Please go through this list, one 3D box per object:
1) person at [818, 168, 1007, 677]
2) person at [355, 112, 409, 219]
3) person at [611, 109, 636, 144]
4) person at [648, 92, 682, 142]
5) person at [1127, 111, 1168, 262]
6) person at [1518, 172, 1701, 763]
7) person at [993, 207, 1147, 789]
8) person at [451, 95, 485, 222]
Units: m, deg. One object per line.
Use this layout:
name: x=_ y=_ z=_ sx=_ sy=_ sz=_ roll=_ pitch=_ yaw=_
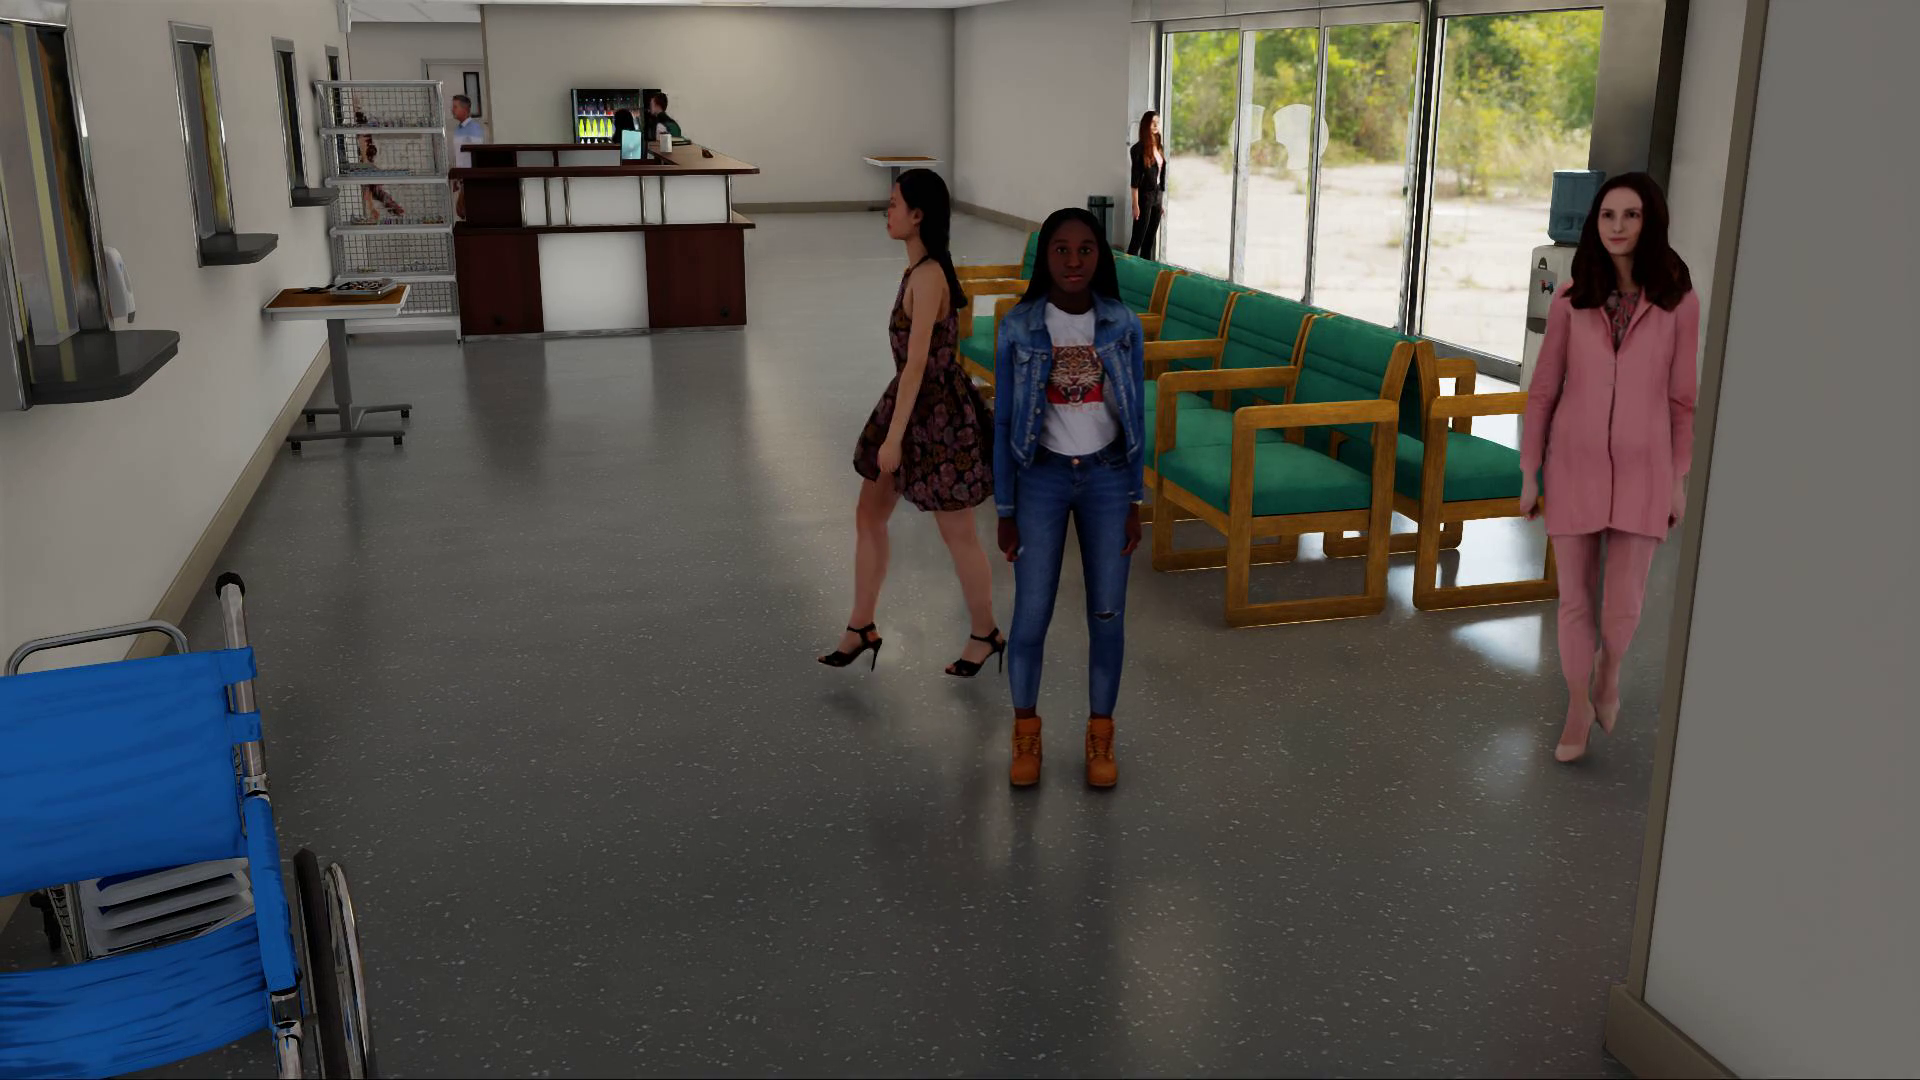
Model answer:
person: x=-0.018 y=-0.341 z=5.628 sx=0.931 sy=1.747 sz=0.717 roll=-2 pitch=16 yaw=-6
person: x=-7.859 y=-4.927 z=22.286 sx=1.090 sy=1.534 sz=0.672 roll=-1 pitch=16 yaw=-4
person: x=-4.173 y=-4.670 z=21.304 sx=1.158 sy=1.573 sz=1.062 roll=7 pitch=17 yaw=24
person: x=-3.552 y=-4.481 z=20.202 sx=0.760 sy=1.806 sz=0.762 roll=4 pitch=16 yaw=15
person: x=1.803 y=-3.276 z=16.109 sx=0.751 sy=1.708 sz=0.642 roll=14 pitch=21 yaw=41
person: x=1.984 y=-0.200 z=5.054 sx=0.791 sy=1.787 sz=0.852 roll=8 pitch=18 yaw=27
person: x=0.324 y=-0.110 z=4.875 sx=0.523 sy=1.710 sz=0.691 roll=-1 pitch=16 yaw=-3
person: x=-5.439 y=-4.079 z=18.770 sx=0.759 sy=1.810 sz=0.772 roll=-11 pitch=19 yaw=-33
